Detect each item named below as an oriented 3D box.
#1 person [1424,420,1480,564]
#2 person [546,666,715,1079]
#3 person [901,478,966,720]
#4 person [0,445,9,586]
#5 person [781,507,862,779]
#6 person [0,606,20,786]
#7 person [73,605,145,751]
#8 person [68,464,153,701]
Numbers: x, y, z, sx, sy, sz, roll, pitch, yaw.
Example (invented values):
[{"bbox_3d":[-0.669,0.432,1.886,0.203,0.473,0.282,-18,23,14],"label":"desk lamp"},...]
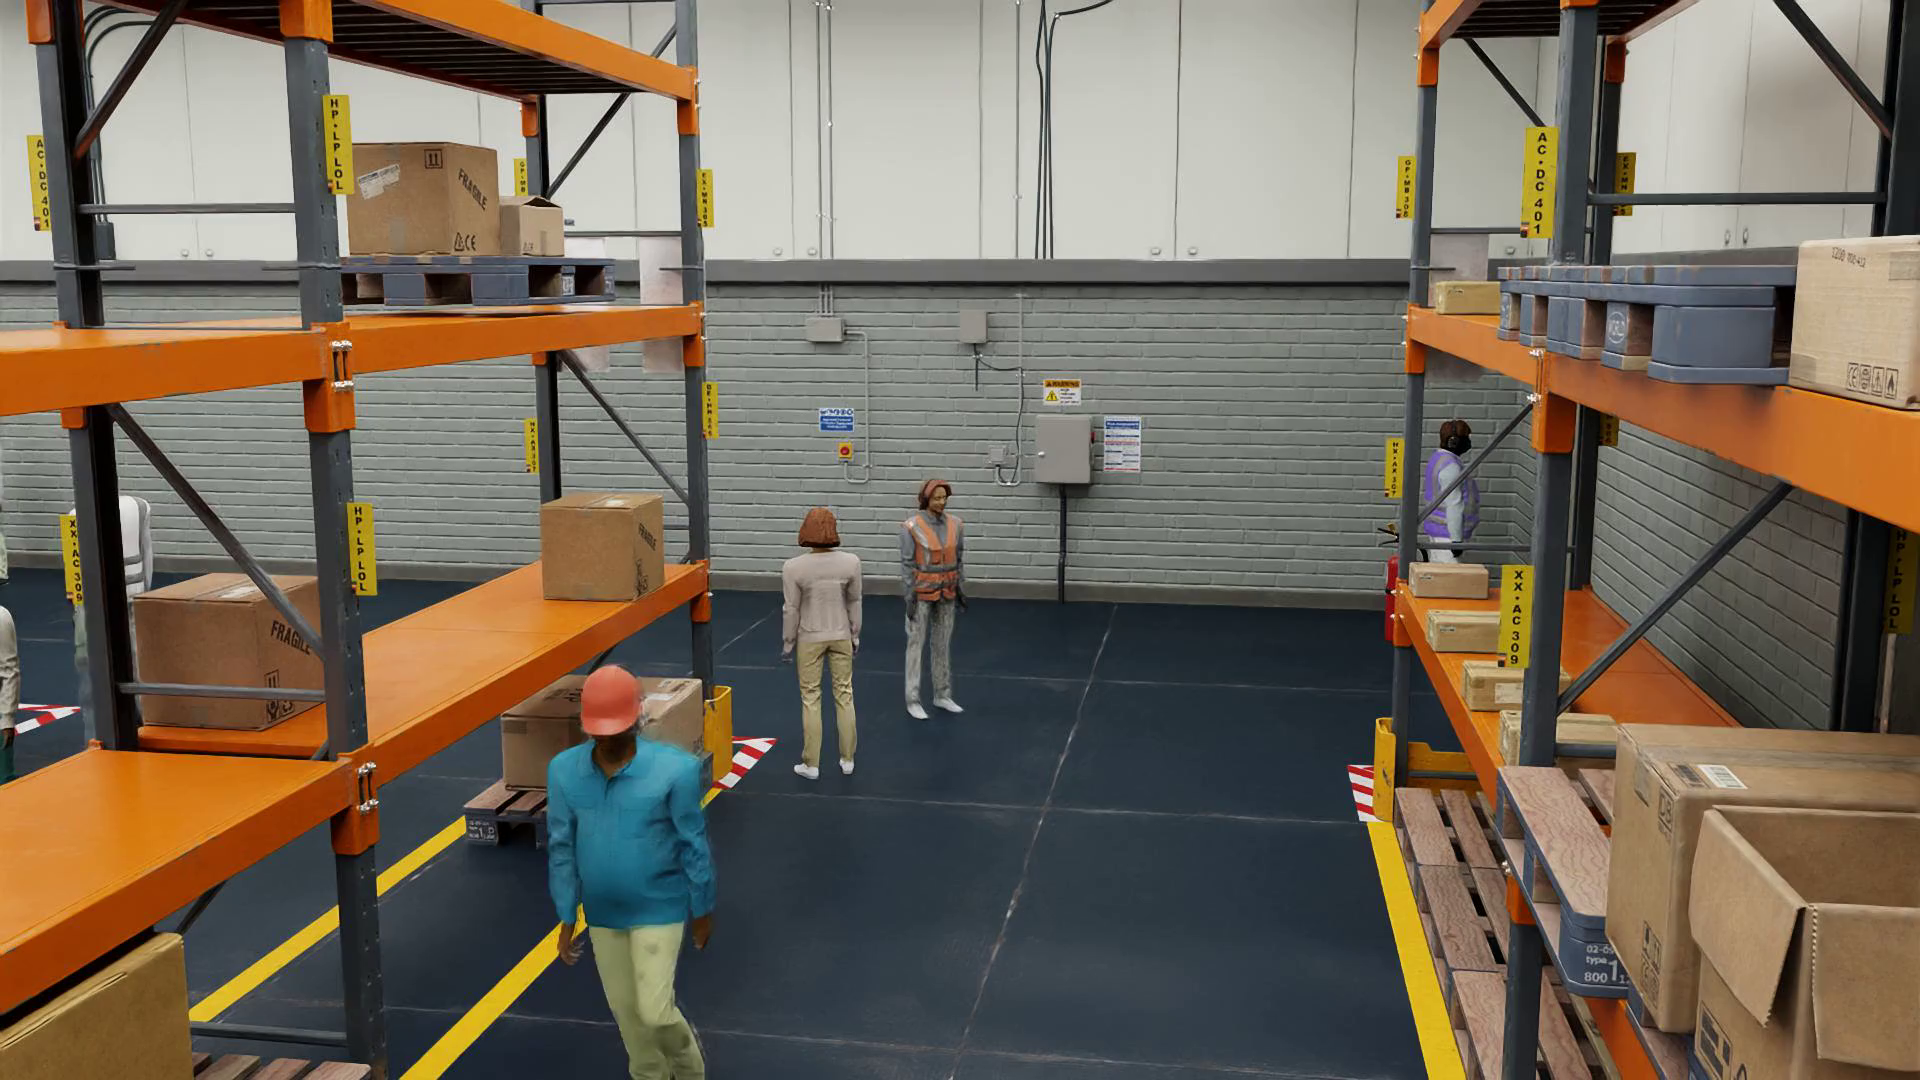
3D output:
[{"bbox_3d":[3.964,-0.052,13.432,0.429,1.844,0.627,1,9,4],"label":"person"},{"bbox_3d":[-1.147,1.258,5.716,0.566,1.720,0.414,3,10,15],"label":"person"},{"bbox_3d":[-0.189,0.391,11.328,0.521,1.637,0.312,-7,11,-36],"label":"person"},{"bbox_3d":[-9.431,-0.409,15.950,0.574,1.739,0.349,3,10,18],"label":"person"},{"bbox_3d":[-0.825,0.615,9.955,0.498,1.634,0.280,-4,10,-23],"label":"person"},{"bbox_3d":[-4.802,0.854,8.072,0.524,1.769,0.314,2,9,14],"label":"person"},{"bbox_3d":[-5.155,0.623,10.003,0.497,1.608,0.582,-2,9,-14],"label":"person"},{"bbox_3d":[-5.445,0.370,10.690,0.356,1.886,0.574,4,10,22],"label":"person"}]
